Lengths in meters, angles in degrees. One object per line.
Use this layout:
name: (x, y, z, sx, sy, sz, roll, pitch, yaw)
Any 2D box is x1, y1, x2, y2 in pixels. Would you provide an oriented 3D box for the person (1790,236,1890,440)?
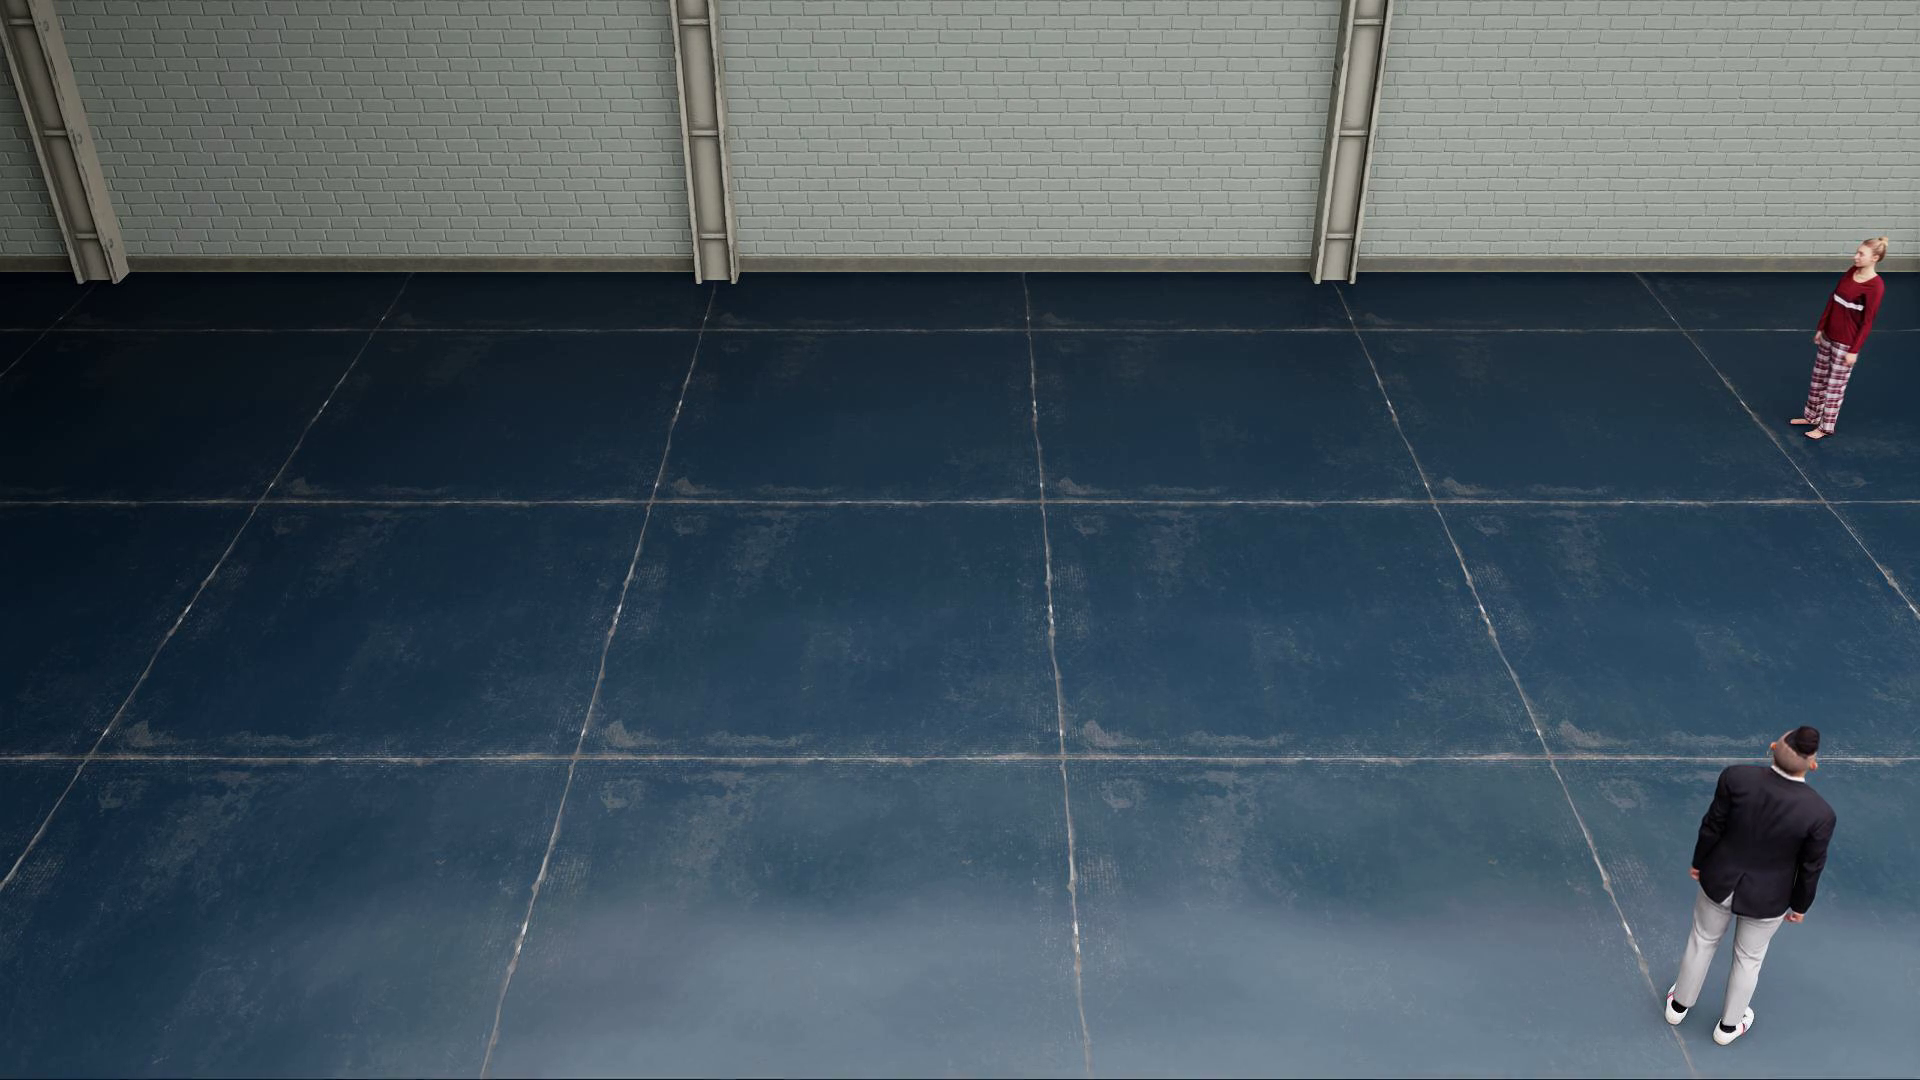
person: (7.011, -1.613, 13.213, 0.555, 1.696, 0.649, -5, 33, -8)

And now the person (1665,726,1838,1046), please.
person: (3.793, 1.629, 7.996, 0.759, 1.949, 0.856, 23, 39, 31)
